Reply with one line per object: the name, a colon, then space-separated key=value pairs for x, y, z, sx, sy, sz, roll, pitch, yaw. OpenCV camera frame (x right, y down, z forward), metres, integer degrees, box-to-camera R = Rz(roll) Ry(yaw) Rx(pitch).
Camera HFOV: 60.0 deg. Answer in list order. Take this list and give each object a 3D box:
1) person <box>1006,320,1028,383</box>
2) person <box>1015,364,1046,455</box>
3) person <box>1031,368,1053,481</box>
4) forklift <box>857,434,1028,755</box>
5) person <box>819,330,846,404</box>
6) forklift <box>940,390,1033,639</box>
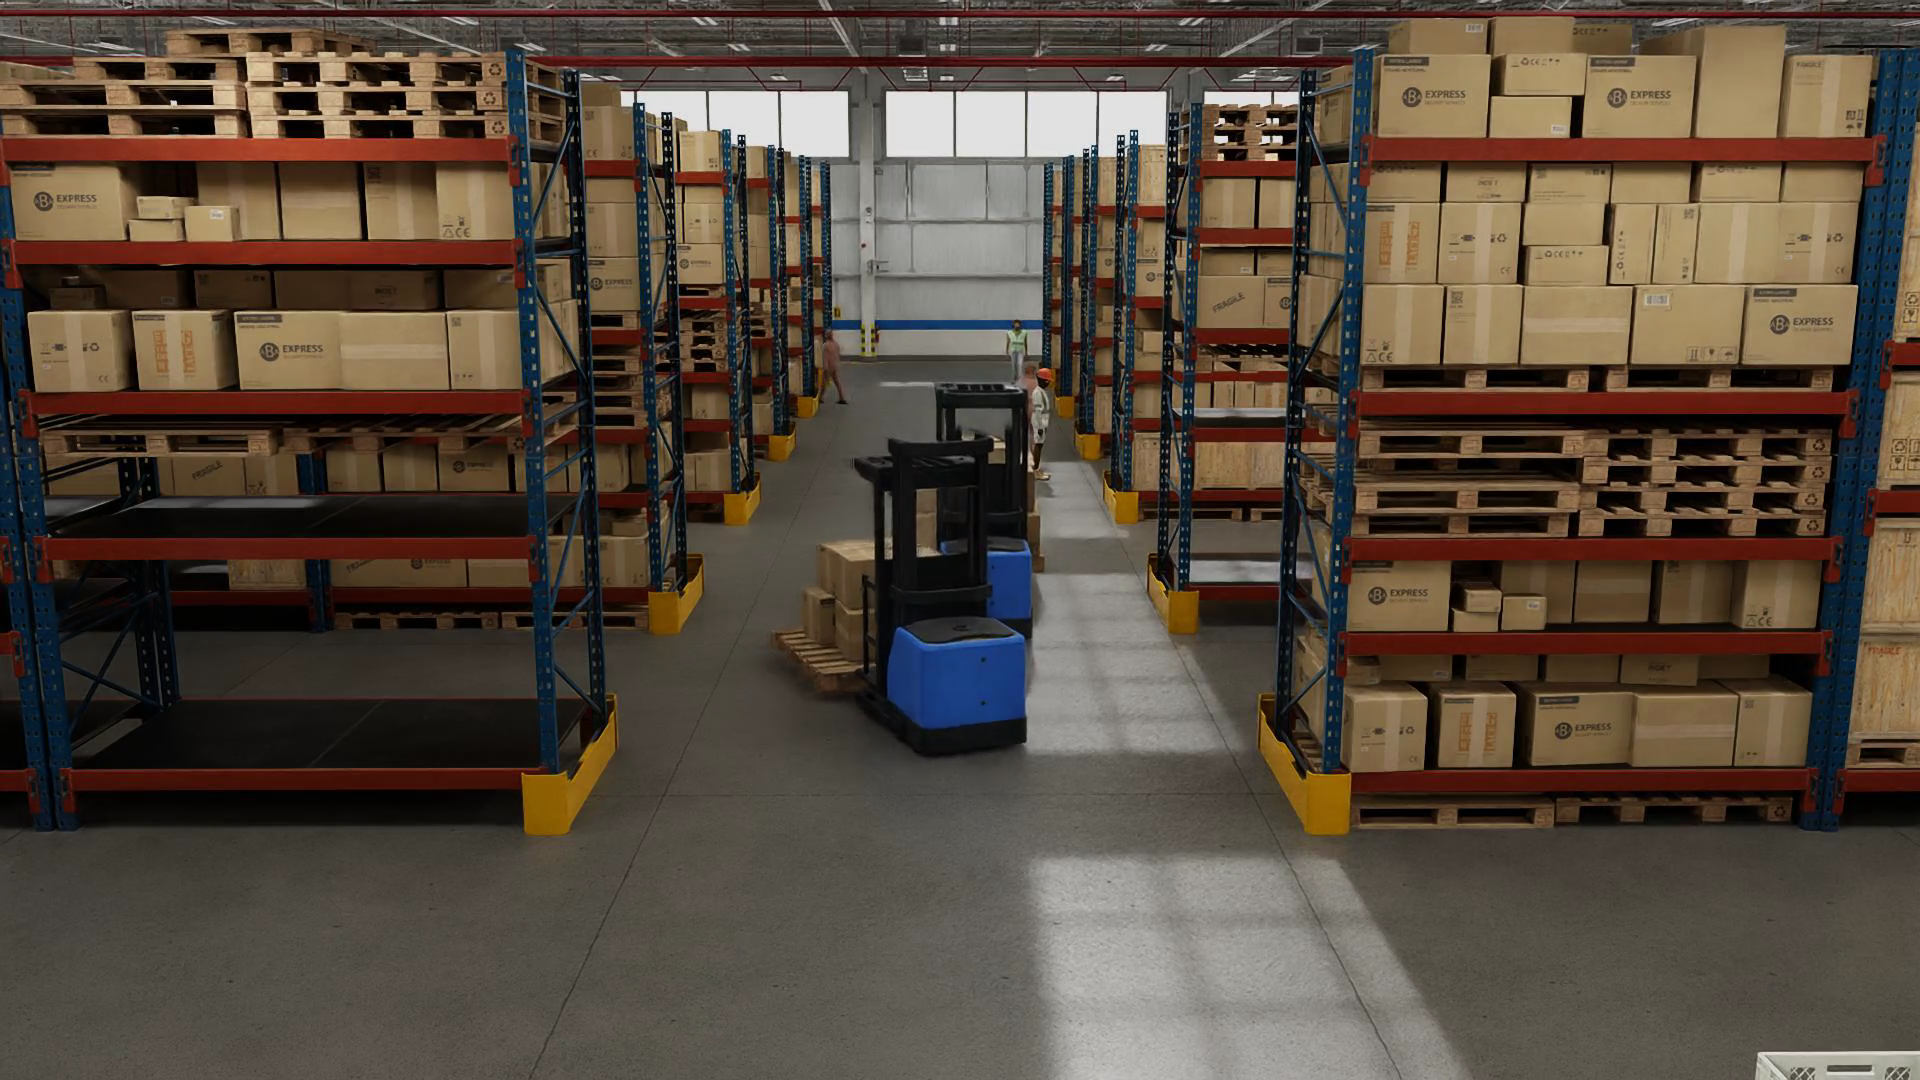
person: x=1.574 y=-5.179 z=46.057 sx=0.589 sy=1.792 sz=0.990 roll=1 pitch=11 yaw=3
person: x=1.379 y=-2.523 z=32.757 sx=0.672 sy=1.855 sz=1.057 roll=0 pitch=11 yaw=1
person: x=1.496 y=-2.105 z=30.243 sx=0.391 sy=2.034 sz=0.605 roll=2 pitch=12 yaw=8
forklift: x=-0.170 y=0.410 z=15.666 sx=1.129 sy=2.768 sz=1.873 roll=-4 pitch=12 yaw=-20
person: x=-3.256 y=-4.341 z=41.775 sx=1.024 sy=1.856 sz=0.657 roll=9 pitch=14 yaw=37
forklift: x=0.272 y=-0.368 z=19.525 sx=1.129 sy=2.768 sz=1.873 roll=0 pitch=11 yaw=-2
